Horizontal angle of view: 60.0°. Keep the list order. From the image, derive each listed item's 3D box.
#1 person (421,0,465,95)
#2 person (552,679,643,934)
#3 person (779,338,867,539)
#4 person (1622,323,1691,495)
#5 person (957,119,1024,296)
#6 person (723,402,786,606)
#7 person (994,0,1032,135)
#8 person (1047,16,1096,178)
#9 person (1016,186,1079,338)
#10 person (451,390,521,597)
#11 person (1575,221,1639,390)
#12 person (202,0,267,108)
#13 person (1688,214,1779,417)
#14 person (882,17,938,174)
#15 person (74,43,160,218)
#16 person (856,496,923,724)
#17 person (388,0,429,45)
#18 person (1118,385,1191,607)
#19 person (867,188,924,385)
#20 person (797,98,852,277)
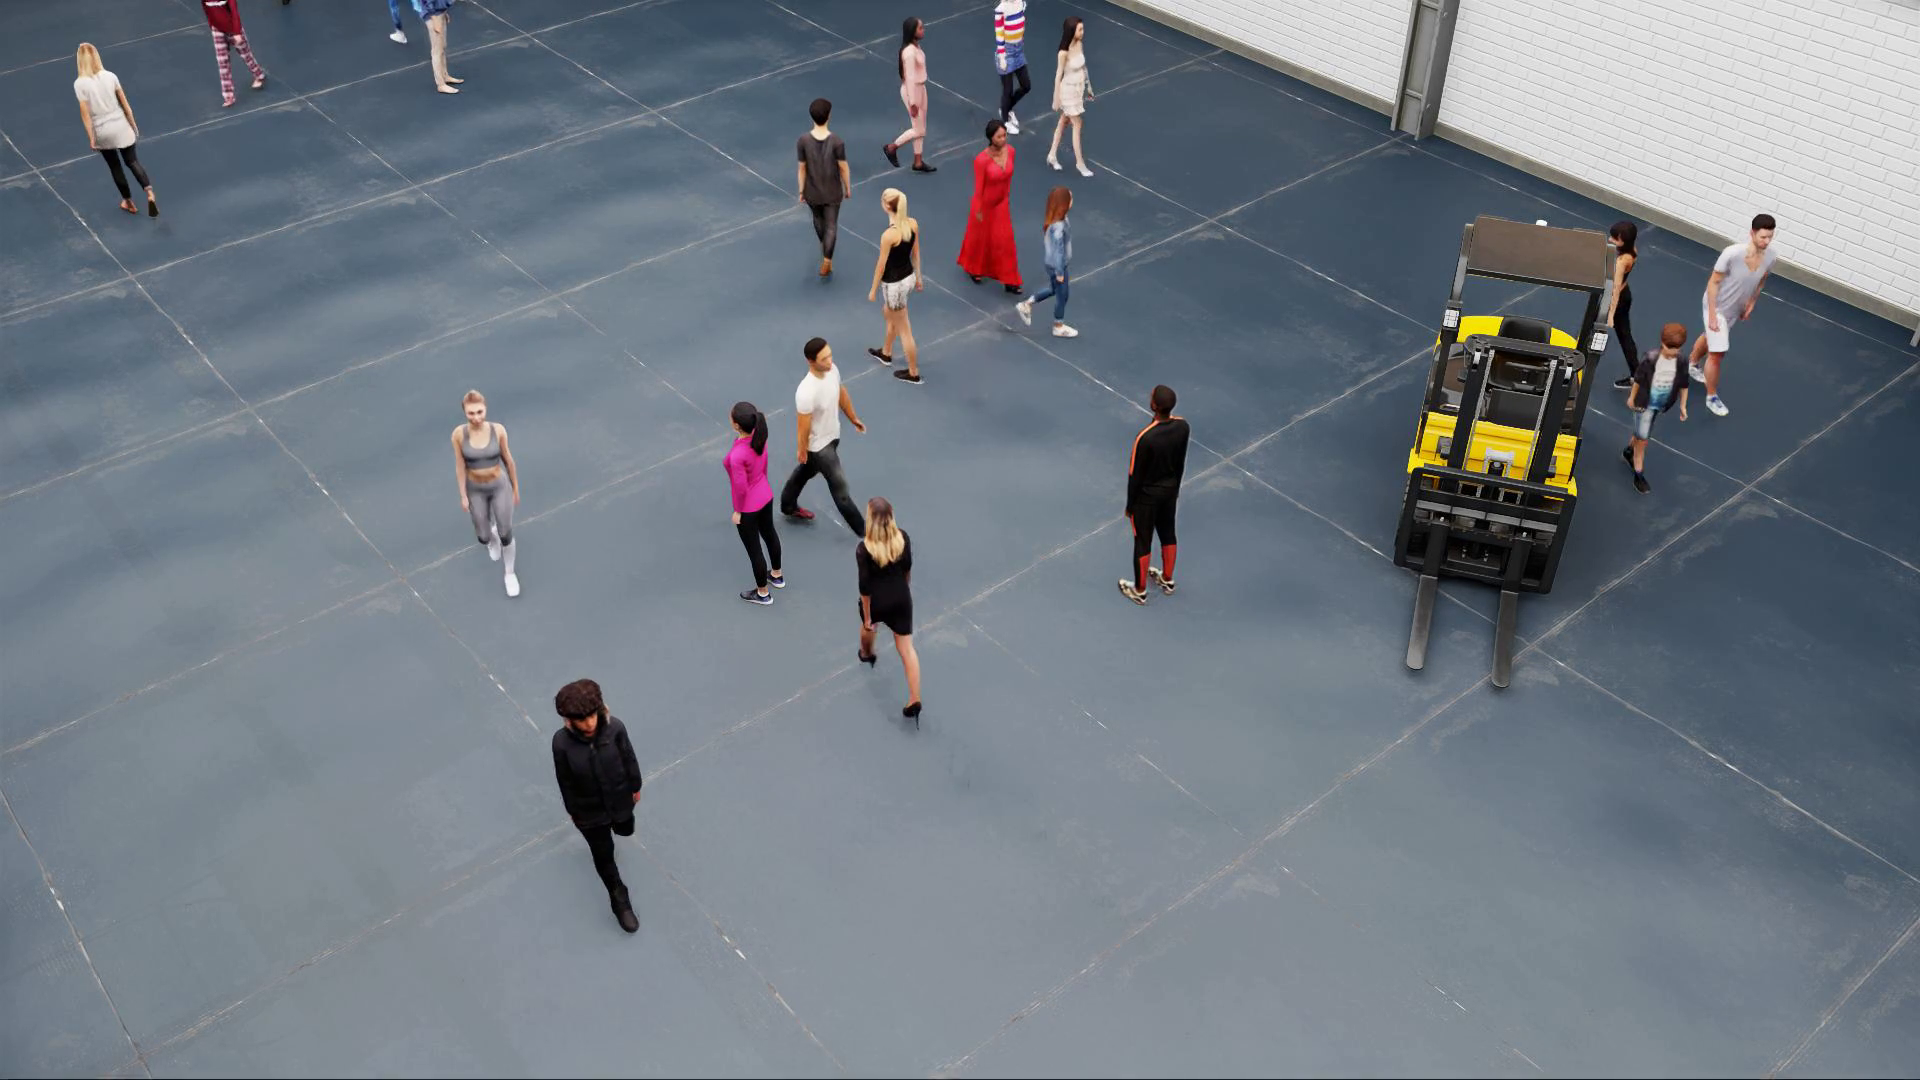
[{"bbox_3d":[-6.080,-6.057,19.280,0.772,1.697,0.696,0,39,0],"label":"person"},{"bbox_3d":[-2.142,1.465,9.806,0.722,1.756,1.102,-21,43,-24],"label":"person"},{"bbox_3d":[-1.142,-0.778,12.627,1.254,1.750,1.080,9,40,12],"label":"person"},{"bbox_3d":[5.541,-1.147,13.346,0.817,1.420,0.948,-6,39,-7],"label":"person"},{"bbox_3d":[0.256,-3.162,15.624,0.688,1.735,1.067,-23,44,-26],"label":"person"},{"bbox_3d":[-1.489,-0.274,12.038,0.691,1.698,0.676,16,41,19],"label":"person"},{"bbox_3d":[0.495,-5.357,18.315,0.663,1.798,0.642,-31,48,-33],"label":"person"},{"bbox_3d":[1.084,-4.699,17.558,0.902,1.713,0.750,20,43,23],"label":"person"},{"bbox_3d":[0.801,-2.494,14.998,0.904,1.463,0.855,2,39,2],"label":"person"},{"bbox_3d":[-3.450,-0.395,12.182,0.775,1.697,0.907,-9,40,-11],"label":"person"},{"bbox_3d":[5.685,-1.986,14.260,1.152,1.590,0.725,25,45,28],"label":"person"},{"bbox_3d":[-8.359,-5.881,19.090,1.076,1.648,1.132,4,39,5],"label":"person"},{"bbox_3d":[6.436,-2.001,14.122,0.986,1.785,1.196,-12,40,-15],"label":"person"},{"bbox_3d":[-0.560,-4.652,17.499,0.956,1.713,0.891,5,39,6],"label":"person"},{"bbox_3d":[-8.444,-4.044,16.664,0.647,1.805,0.976,-31,48,-33],"label":"person"},{"bbox_3d":[-0.448,0.495,11.127,0.737,1.623,1.145,-18,42,-21],"label":"person"},{"bbox_3d":[-6.706,-6.730,20.086,1.277,1.743,0.781,27,46,30],"label":"person"},{"bbox_3d":[1.417,-0.329,12.012,0.637,1.806,0.570,-21,43,-24],"label":"person"},{"bbox_3d":[-0.461,-2.163,14.292,0.953,1.827,0.764,23,44,26],"label":"person"},{"bbox_3d":[-1.314,-3.323,15.859,1.080,1.684,1.117,5,39,6],"label":"person"}]
